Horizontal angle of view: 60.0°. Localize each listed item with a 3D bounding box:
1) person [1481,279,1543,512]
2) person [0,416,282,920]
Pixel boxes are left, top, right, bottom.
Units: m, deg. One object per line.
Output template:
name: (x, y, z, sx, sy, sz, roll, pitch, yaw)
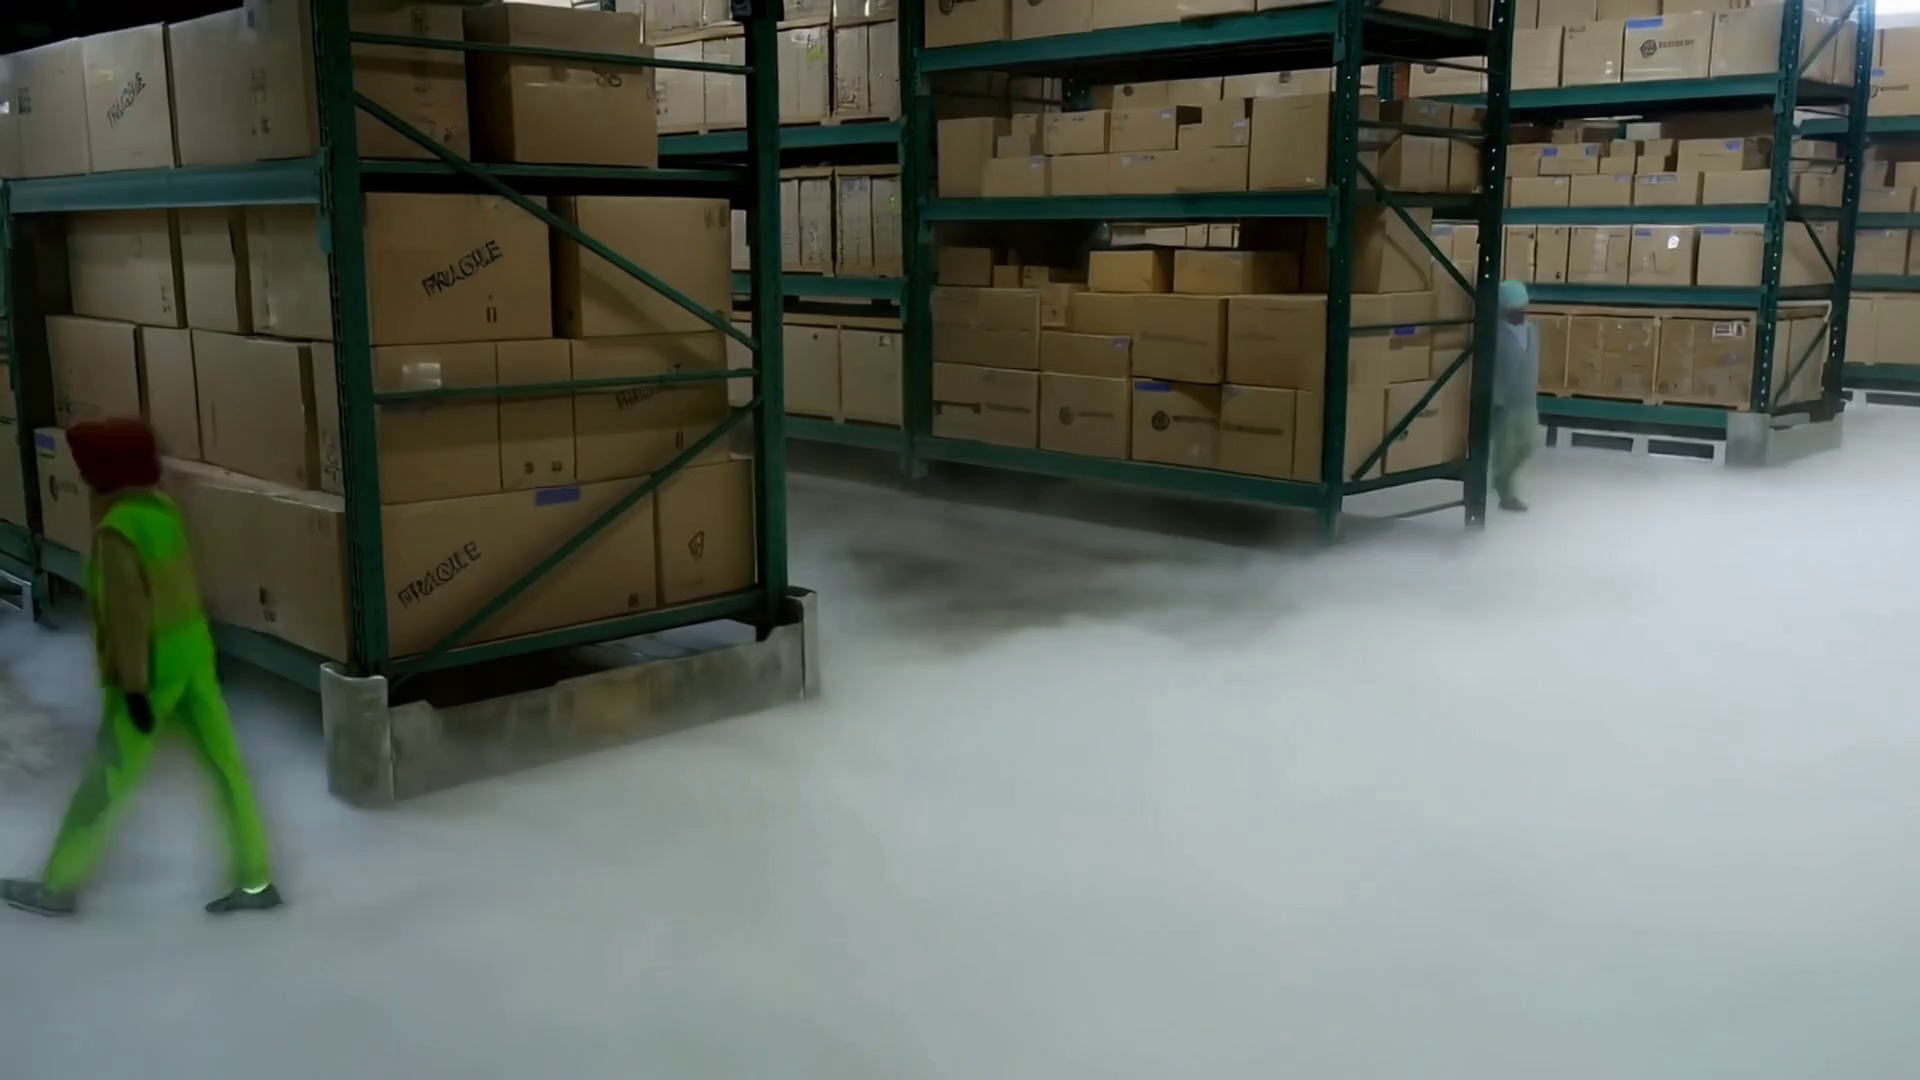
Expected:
person: (4.249, -1.114, 12.871, 0.596, 1.801, 0.451, -4, 11, -22)
person: (-2.546, 0.411, 5.126, 0.881, 1.584, 0.509, 0, 10, 2)
